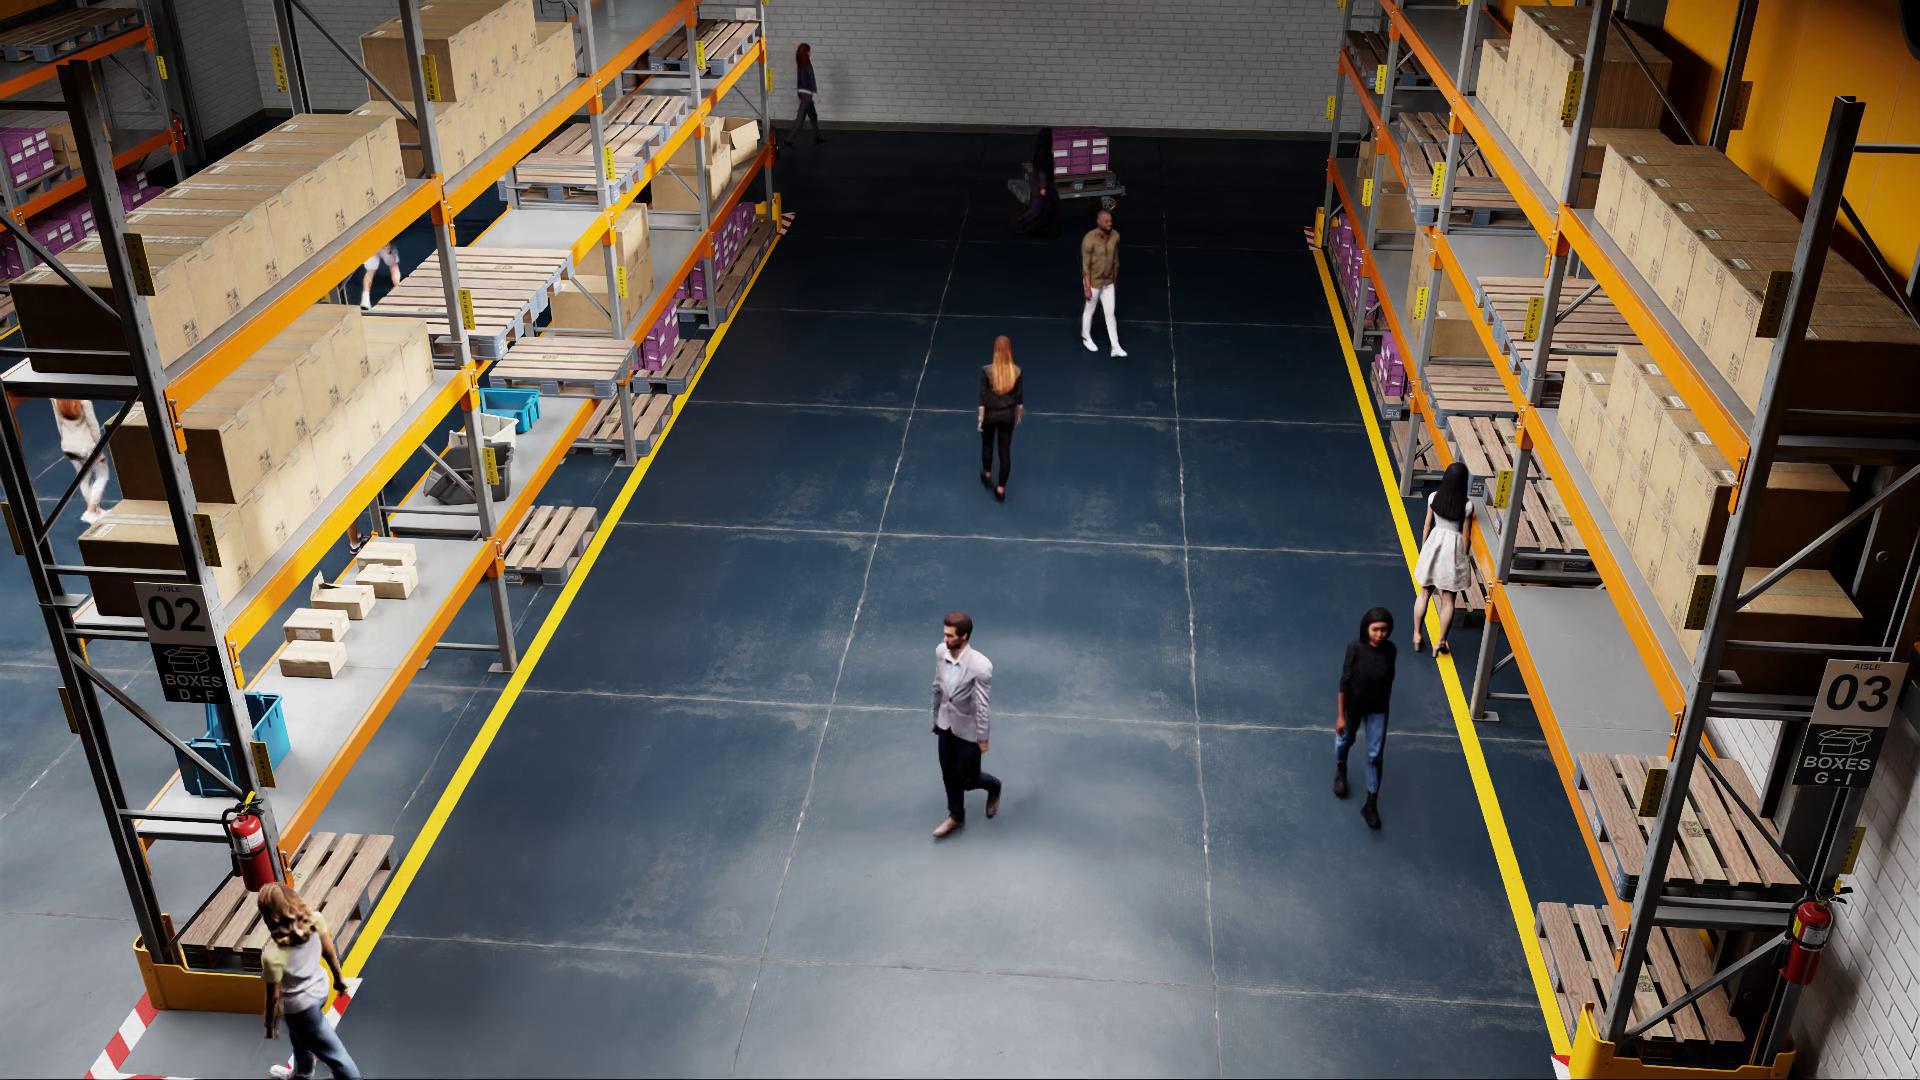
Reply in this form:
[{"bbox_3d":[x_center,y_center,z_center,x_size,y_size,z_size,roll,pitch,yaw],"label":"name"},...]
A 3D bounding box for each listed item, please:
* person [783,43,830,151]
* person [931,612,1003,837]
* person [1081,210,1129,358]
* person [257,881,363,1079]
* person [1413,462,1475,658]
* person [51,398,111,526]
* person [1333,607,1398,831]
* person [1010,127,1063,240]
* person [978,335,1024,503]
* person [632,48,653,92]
[{"bbox_3d":[-2.666,-7.432,28.033,1.079,1.744,1.133,-15,32,-26],"label":"person"},{"bbox_3d":[0.076,1.302,11.928,0.927,1.833,0.997,25,37,37],"label":"person"},{"bbox_3d":[1.631,-3.124,20.084,1.082,1.794,1.208,-14,32,-24],"label":"person"},{"bbox_3d":[-3.662,2.679,9.542,0.803,1.701,0.924,7,29,13],"label":"person"},{"bbox_3d":[4.101,0.161,14.086,0.777,1.769,0.803,19,34,31],"label":"person"},{"bbox_3d":[-8.514,-0.857,16.033,0.599,1.692,0.784,3,29,6],"label":"person"},{"bbox_3d":[2.953,1.198,12.283,0.616,1.676,0.977,2,29,3],"label":"person"},{"bbox_3d":[1.117,-5.129,23.971,0.808,1.590,1.005,9,30,16],"label":"person"},{"bbox_3d":[0.407,-1.177,16.620,0.720,1.692,0.887,-3,29,-6],"label":"person"},{"bbox_3d":[-5.307,-7.490,28.161,0.577,1.723,0.518,3,29,6],"label":"person"}]
